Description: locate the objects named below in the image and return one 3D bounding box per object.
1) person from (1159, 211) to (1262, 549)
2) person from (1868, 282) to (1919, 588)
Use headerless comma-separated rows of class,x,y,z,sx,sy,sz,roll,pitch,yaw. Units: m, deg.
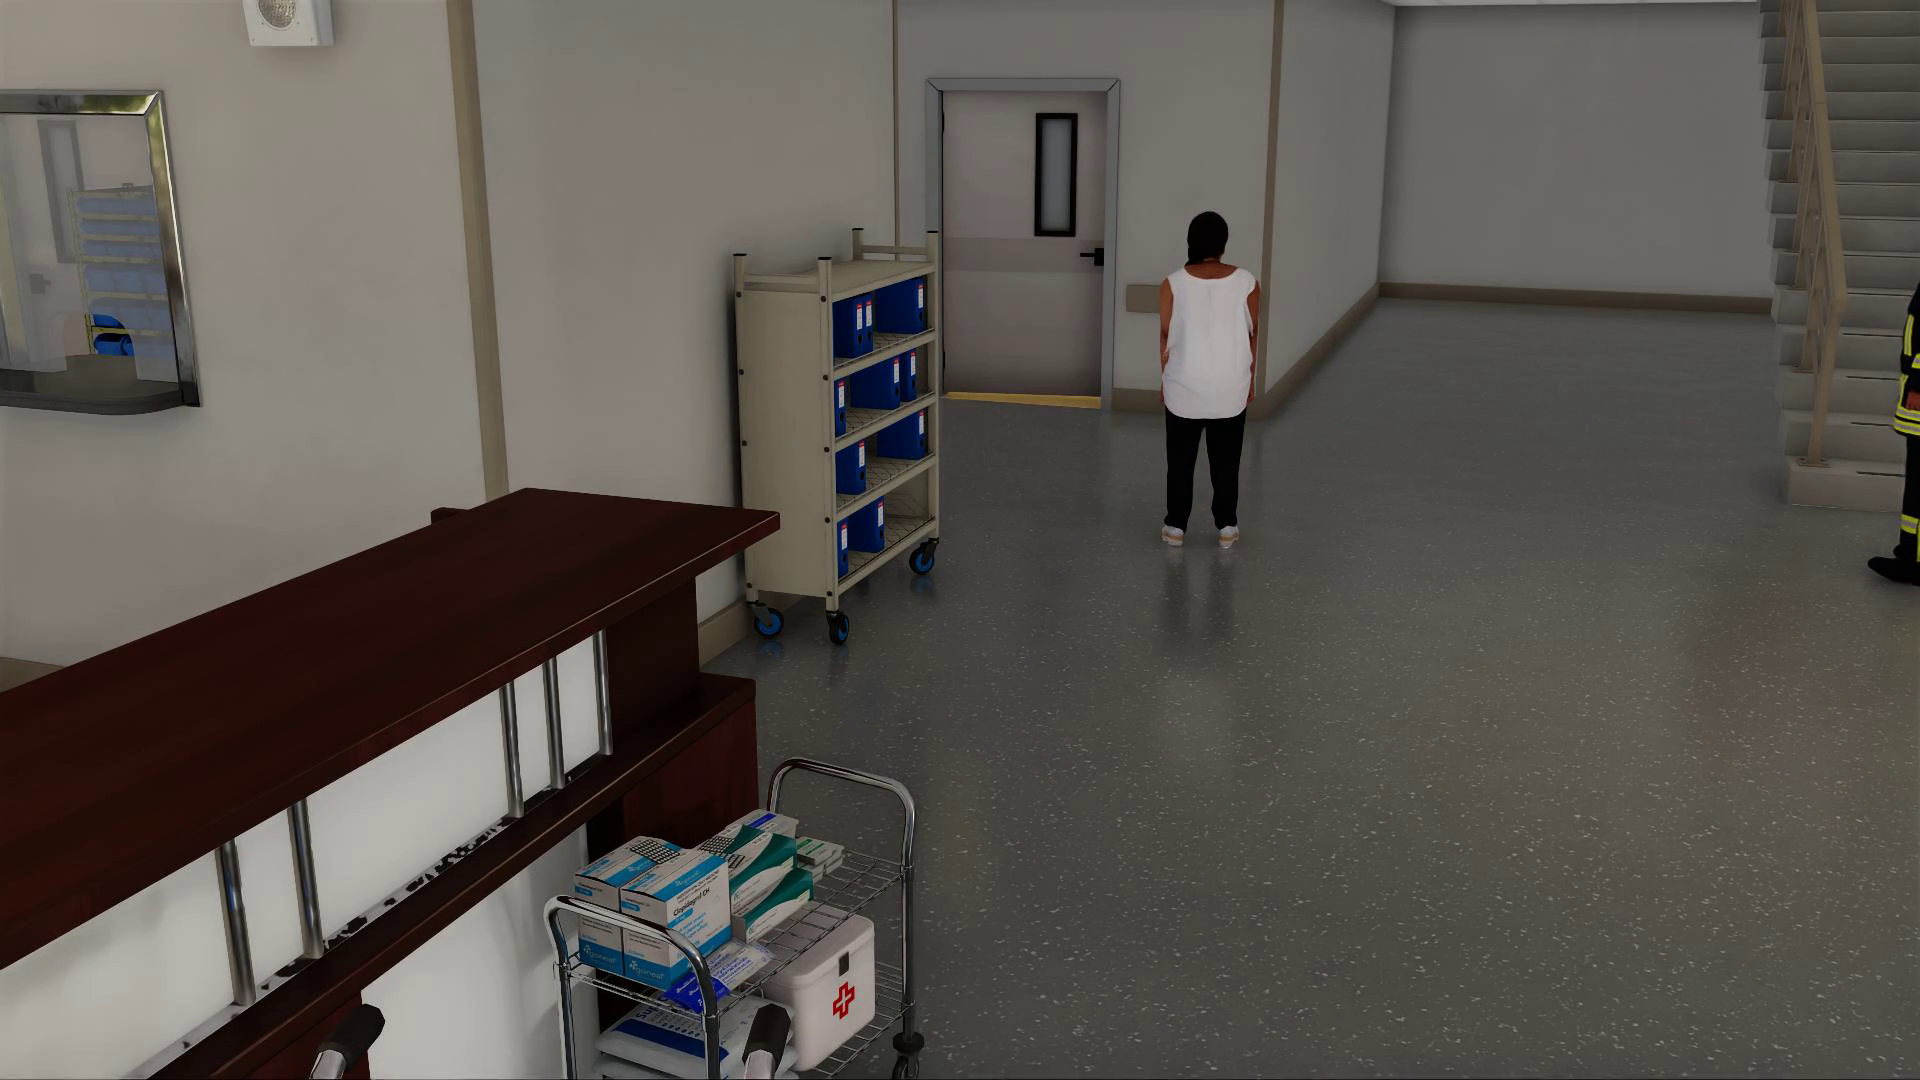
person,1.233,-0.807,8.384,0.714,1.688,0.690,1,16,5
person,4.611,-0.748,7.737,0.829,1.927,0.949,-12,20,-36
